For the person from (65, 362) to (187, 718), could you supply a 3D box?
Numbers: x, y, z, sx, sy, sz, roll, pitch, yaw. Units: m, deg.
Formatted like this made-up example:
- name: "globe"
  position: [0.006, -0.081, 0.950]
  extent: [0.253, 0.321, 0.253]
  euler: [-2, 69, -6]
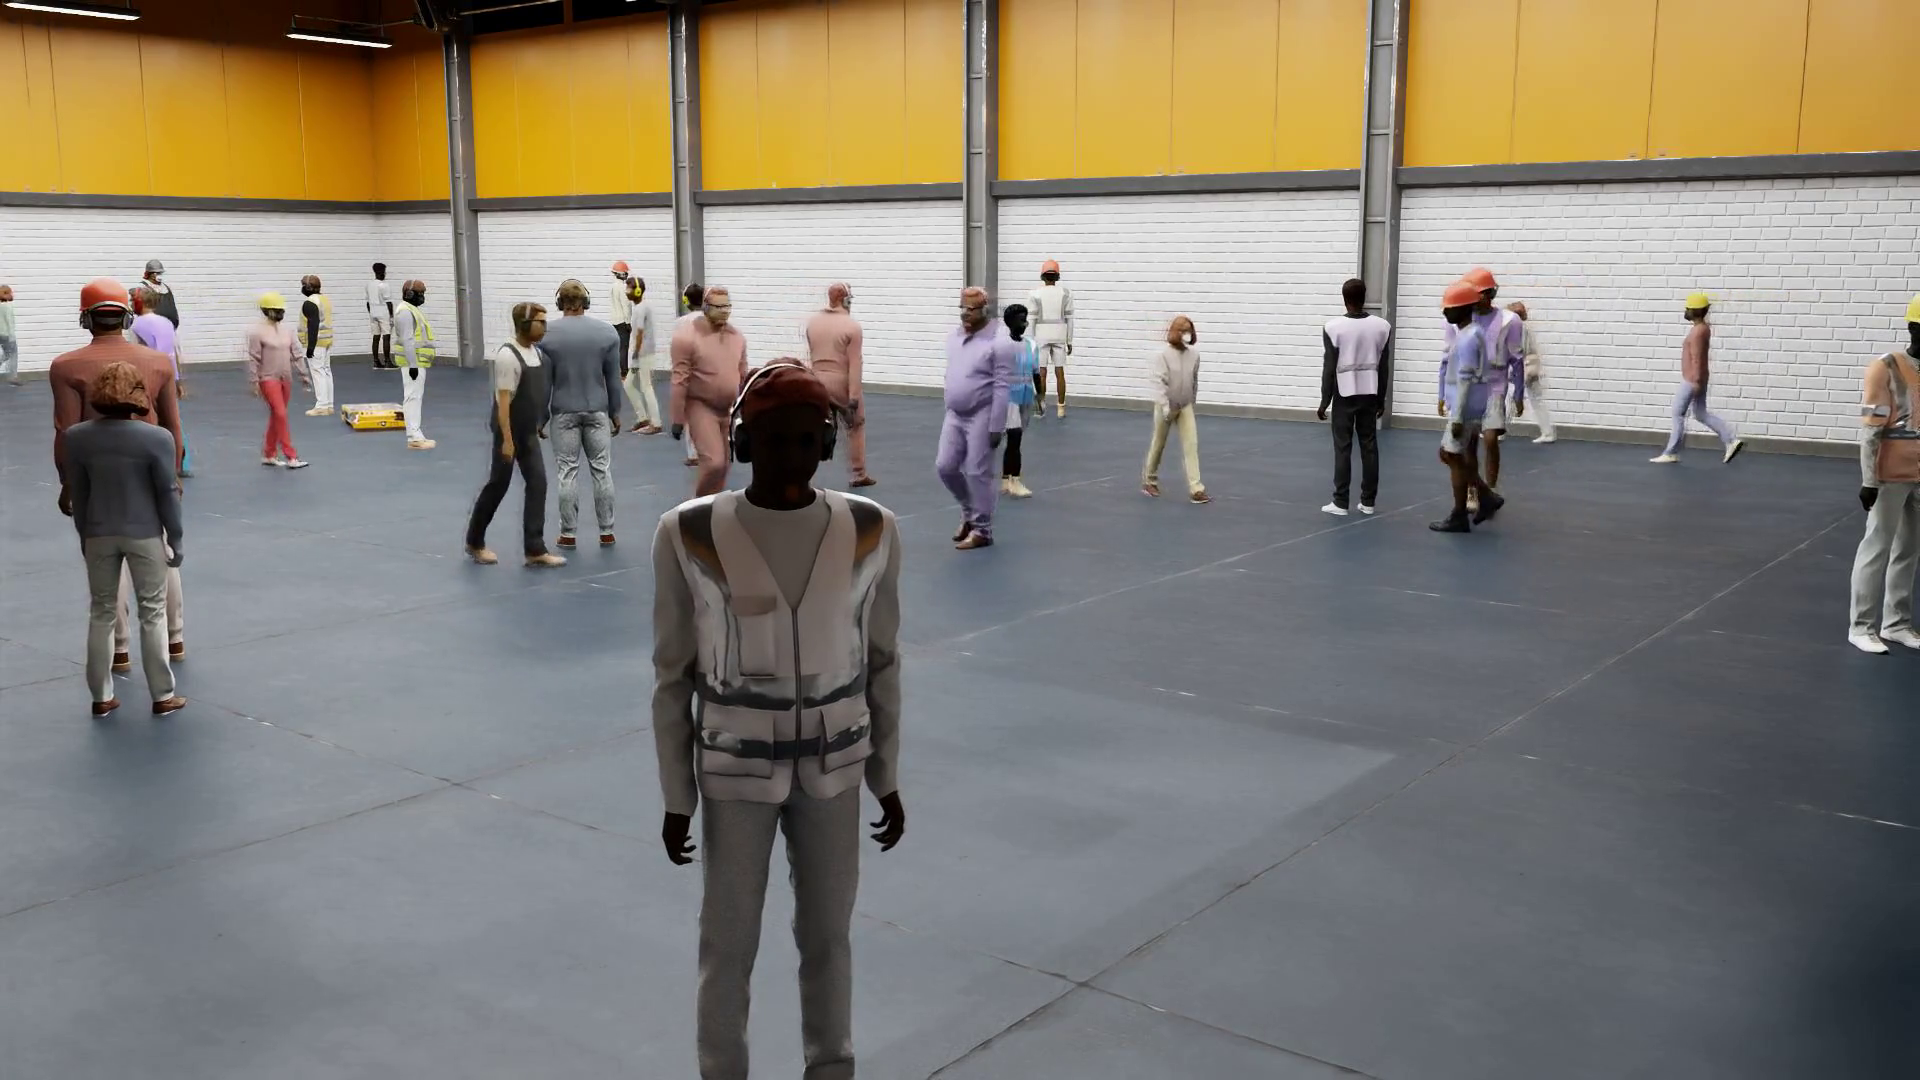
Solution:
- name: "person"
  position: [-3.806, 0.002, 7.613]
  extent: [0.499, 1.625, 0.304]
  euler: [0, 10, -2]

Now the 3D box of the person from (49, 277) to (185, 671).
- name: "person"
  position: [-4.285, -0.335, 8.485]
  extent: [0.396, 1.992, 0.619]
  euler: [9, 13, 43]

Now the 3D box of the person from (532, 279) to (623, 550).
- name: "person"
  position: [-2.729, -0.891, 11.908]
  extent: [0.627, 1.934, 0.371]
  euler: [-4, 10, -20]

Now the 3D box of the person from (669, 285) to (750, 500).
- name: "person"
  position: [-1.806, -0.918, 12.216]
  extent: [0.453, 1.880, 0.658]
  euler: [8, 12, 38]

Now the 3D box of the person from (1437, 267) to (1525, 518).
- name: "person"
  position: [4.176, -1.175, 13.359]
  extent: [0.635, 1.999, 0.722]
  euler: [5, 11, 29]

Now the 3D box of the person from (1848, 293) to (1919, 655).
- name: "person"
  position: [5.028, -0.354, 8.802]
  extent: [0.591, 1.923, 0.381]
  euler: [-3, 10, -17]

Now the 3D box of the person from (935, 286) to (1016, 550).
- name: "person"
  position: [0.094, -0.857, 11.866]
  extent: [0.676, 1.883, 0.401]
  euler: [9, 14, 44]

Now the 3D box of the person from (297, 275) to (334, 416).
- name: "person"
  position: [-8.464, -2.552, 21.844]
  extent: [0.429, 1.841, 0.634]
  euler: [-1, 10, -3]

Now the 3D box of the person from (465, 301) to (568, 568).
- name: "person"
  position: [-3.073, -0.706, 11.229]
  extent: [0.784, 1.797, 0.636]
  euler: [2, 10, 11]

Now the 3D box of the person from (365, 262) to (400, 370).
- name: "person"
  position: [-10.620, -4.104, 30.506]
  extent: [0.648, 1.964, 0.366]
  euler: [5, 11, 25]

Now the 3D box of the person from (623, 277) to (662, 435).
- name: "person"
  position: [-3.760, -2.141, 19.429]
  extent: [0.577, 1.847, 0.552]
  euler: [-2, 10, -11]

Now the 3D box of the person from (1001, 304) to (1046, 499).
- name: "person"
  position: [0.545, -1.190, 14.363]
  extent: [0.552, 1.671, 0.683]
  euler: [-8, 12, -38]

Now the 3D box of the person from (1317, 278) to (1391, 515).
- name: "person"
  position: [3.194, -1.151, 13.479]
  extent: [0.587, 1.914, 0.391]
  euler: [-2, 10, -13]

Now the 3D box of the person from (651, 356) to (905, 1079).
- name: "person"
  position: [-0.395, 0.538, 3.723]
  extent: [0.573, 1.887, 0.356]
  euler: [-4, 10, -20]

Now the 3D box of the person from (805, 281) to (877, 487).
- name: "person"
  position: [-1.134, -1.369, 14.860]
  extent: [0.633, 1.878, 0.909]
  euler: [6, 12, 32]

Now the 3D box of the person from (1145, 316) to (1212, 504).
- name: "person"
  position: [1.852, -1.115, 14.223]
  extent: [0.494, 1.586, 0.877]
  euler: [-4, 11, -24]

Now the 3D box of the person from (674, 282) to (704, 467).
- name: "person"
  position: [-2.521, -1.597, 16.296]
  extent: [0.526, 1.844, 0.797]
  euler: [-4, 11, -22]

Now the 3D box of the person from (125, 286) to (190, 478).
- name: "person"
  position: [-7.722, -1.480, 15.719]
  extent: [0.943, 1.799, 0.584]
  euler: [1, 10, 8]

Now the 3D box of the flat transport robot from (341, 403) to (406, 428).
- name: "flat transport robot"
  position: [-7.232, -1.549, 20.566]
  extent: [0.652, 0.197, 1.431]
  euler: [-5, 11, -26]

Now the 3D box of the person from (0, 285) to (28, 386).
- name: "person"
  position: [-15.281, -3.254, 26.556]
  extent: [0.510, 1.622, 0.492]
  euler: [6, 12, 32]

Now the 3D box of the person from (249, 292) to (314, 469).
- name: "person"
  position: [-6.655, -1.556, 16.364]
  extent: [0.843, 1.734, 0.539]
  euler: [4, 11, 24]

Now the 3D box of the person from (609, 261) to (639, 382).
- name: "person"
  position: [-5.593, -3.609, 27.543]
  extent: [0.375, 1.997, 0.612]
  euler: [-6, 12, -33]

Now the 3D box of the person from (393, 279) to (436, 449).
- name: "person"
  position: [-5.920, -1.906, 18.098]
  extent: [0.429, 1.838, 0.621]
  euler: [-2, 10, -13]

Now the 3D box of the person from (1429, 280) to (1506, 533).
- name: "person"
  position: [3.794, -0.986, 12.508]
  extent: [0.495, 1.914, 0.577]
  euler: [4, 10, 20]

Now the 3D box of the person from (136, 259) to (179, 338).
- name: "person"
  position: [-12.142, -3.239, 25.260]
  extent: [0.537, 2.000, 0.689]
  euler: [3, 10, 15]

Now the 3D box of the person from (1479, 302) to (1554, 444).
- name: "person"
  position: [6.224, -1.852, 18.527]
  extent: [0.882, 1.571, 0.524]
  euler: [5, 11, 25]

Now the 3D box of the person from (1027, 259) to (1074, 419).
- name: "person"
  position: [1.156, -2.577, 21.399]
  extent: [0.608, 2.044, 0.371]
  euler: [-1, 10, -6]

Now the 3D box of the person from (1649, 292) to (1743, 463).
- name: "person"
  position: [7.446, -1.618, 16.710]
  extent: [0.789, 1.745, 0.527]
  euler: [7, 12, 34]
